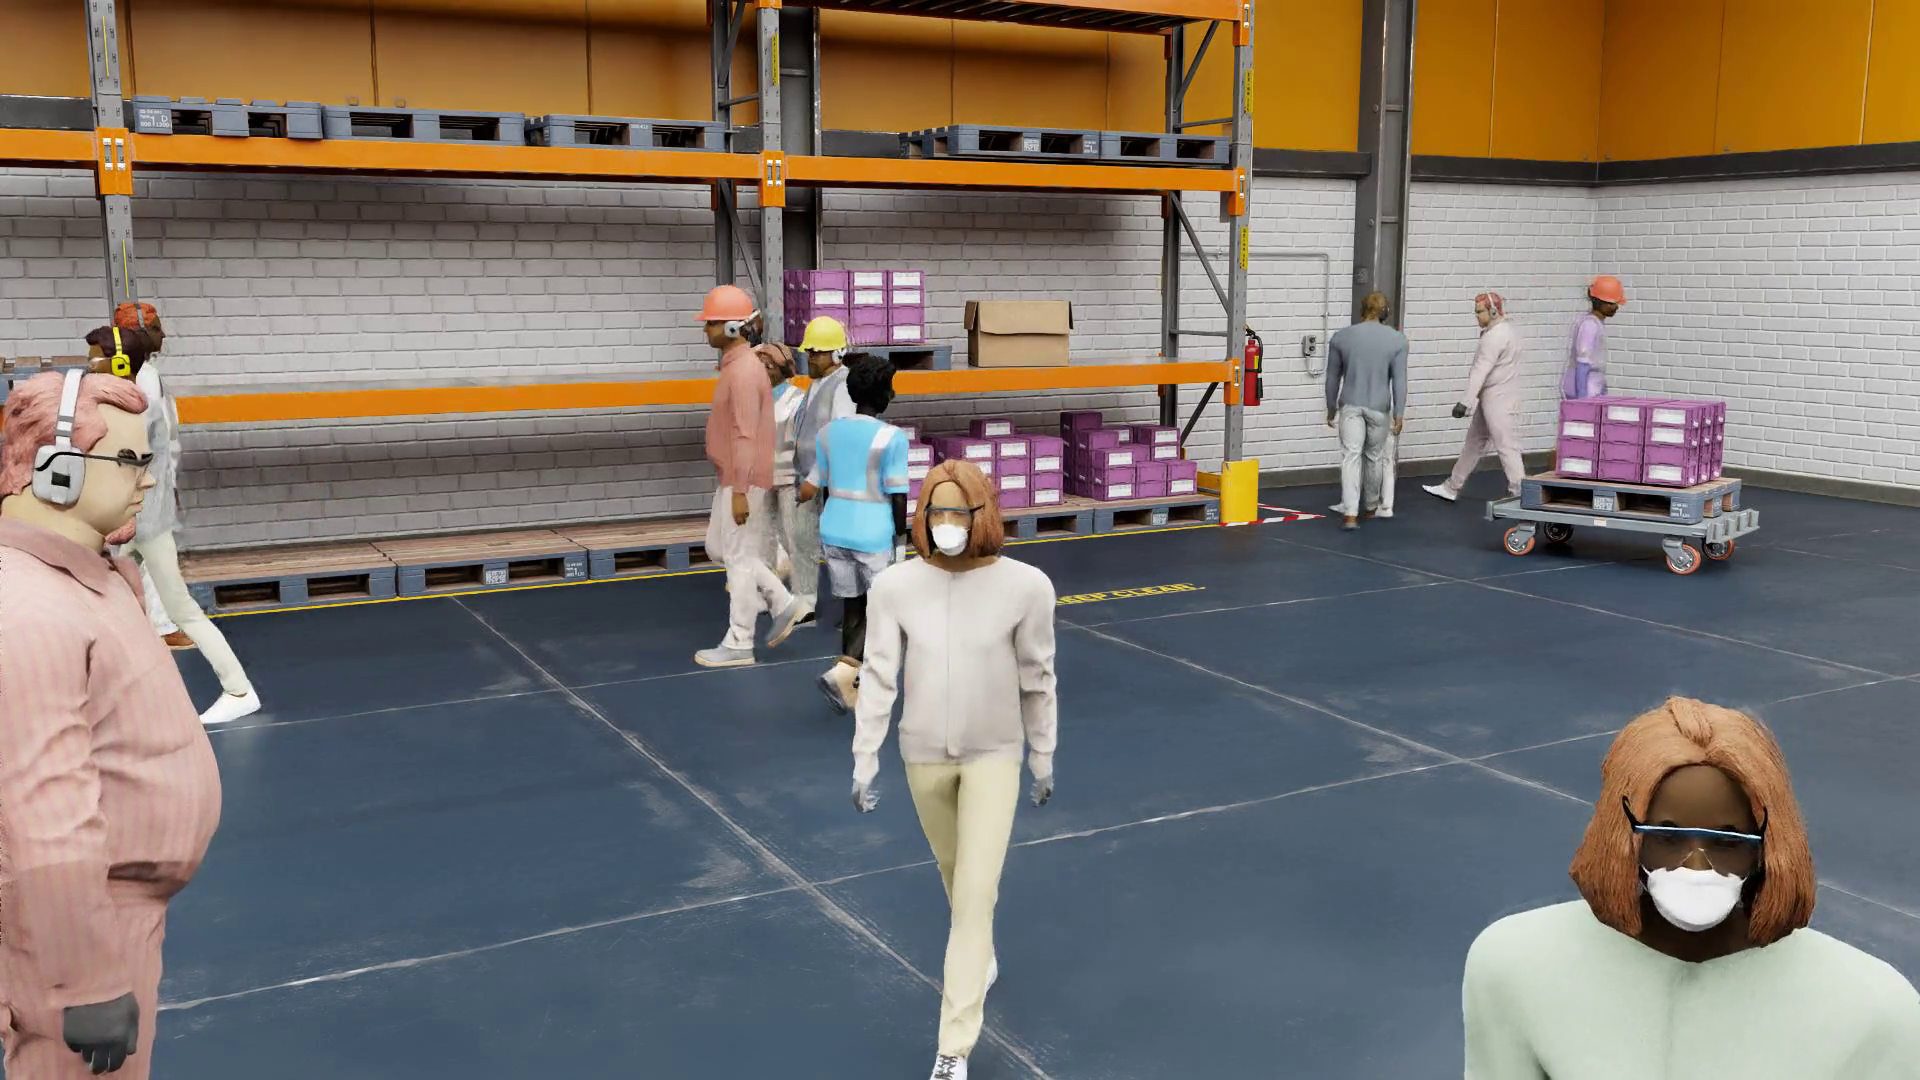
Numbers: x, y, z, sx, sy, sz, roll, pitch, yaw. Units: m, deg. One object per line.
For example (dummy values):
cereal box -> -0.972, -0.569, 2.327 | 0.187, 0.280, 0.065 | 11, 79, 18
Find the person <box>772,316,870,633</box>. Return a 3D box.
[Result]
person -> -0.717, -0.352, 9.347 | 0.607, 1.799, 0.608 | -5, 10, -26

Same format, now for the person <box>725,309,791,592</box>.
person -> -1.289, -0.543, 10.435 | 0.454, 1.823, 0.624 | 1, 9, 5

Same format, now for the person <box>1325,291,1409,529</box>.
person -> 3.247, -1.037, 13.328 | 0.635, 1.890, 1.009 | 2, 10, 14

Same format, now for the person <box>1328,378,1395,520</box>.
person -> 3.356, -0.985, 13.759 | 0.546, 1.618, 0.601 | -8, 13, -42

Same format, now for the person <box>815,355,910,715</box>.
person -> -0.474, 0.005, 7.561 | 0.541, 1.680, 0.513 | 7, 11, 35

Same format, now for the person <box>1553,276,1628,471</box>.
person -> 5.435, -1.243, 14.216 | 0.784, 1.990, 0.623 | 3, 10, 18

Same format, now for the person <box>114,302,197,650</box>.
person -> -4.397, -0.337, 9.010 | 0.573, 1.883, 0.354 | 9, 13, 43

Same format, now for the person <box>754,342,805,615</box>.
person -> -1.076, -0.340, 9.773 | 0.510, 1.639, 0.308 | 6, 11, 30

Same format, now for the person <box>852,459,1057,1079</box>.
person -> -0.016, 0.574, 4.351 | 0.515, 1.577, 0.879 | 2, 10, 14

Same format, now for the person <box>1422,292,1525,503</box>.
person -> 4.459, -1.178, 14.224 | 0.947, 1.853, 0.634 | 3, 10, 19

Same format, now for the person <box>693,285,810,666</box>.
person -> -1.109, -0.321, 8.610 | 0.511, 1.982, 0.637 | -2, 9, -11

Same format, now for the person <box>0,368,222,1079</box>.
person -> -1.485, 0.659, 2.884 | 0.401, 1.905, 0.641 | -4, 10, -24

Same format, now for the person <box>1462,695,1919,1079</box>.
person -> 0.856, 0.954, 2.007 | 0.508, 1.610, 0.751 | 4, 10, 21

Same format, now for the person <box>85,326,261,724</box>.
person -> -3.649, -0.034, 7.367 | 0.980, 1.823, 0.512 | -7, 12, -36
